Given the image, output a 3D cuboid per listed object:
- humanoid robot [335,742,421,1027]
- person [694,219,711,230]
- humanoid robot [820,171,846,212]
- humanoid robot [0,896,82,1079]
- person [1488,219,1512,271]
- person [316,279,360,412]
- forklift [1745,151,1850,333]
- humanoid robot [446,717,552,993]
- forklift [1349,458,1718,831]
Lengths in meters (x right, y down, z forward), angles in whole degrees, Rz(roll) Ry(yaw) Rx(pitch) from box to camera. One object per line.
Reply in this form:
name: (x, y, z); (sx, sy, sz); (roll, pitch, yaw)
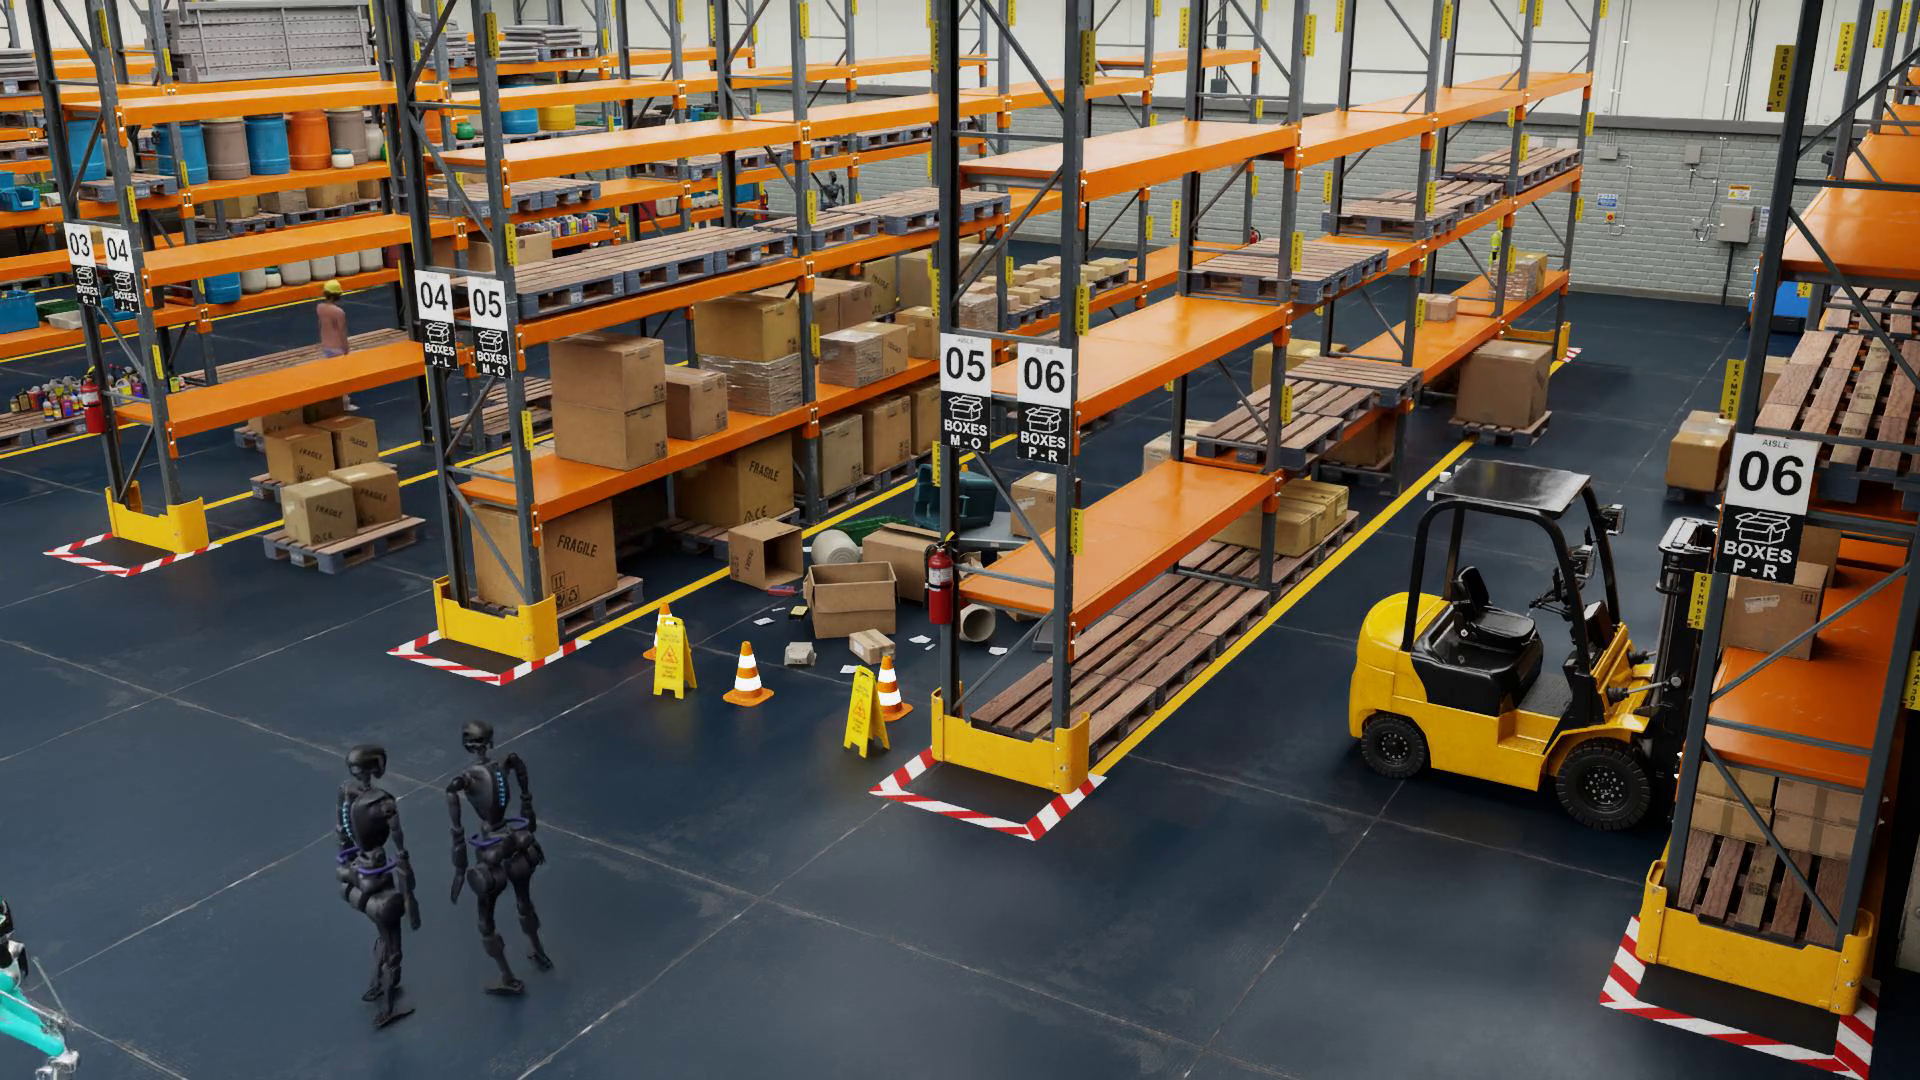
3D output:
humanoid robot: (-3.179, 1.864, 9.060); (0.609, 1.648, 0.312); (13, 23, 33)
person: (-5.400, -7.003, 34.691); (0.491, 1.687, 0.347); (-4, 19, -10)
humanoid robot: (-2.605, -6.694, 33.886); (0.590, 1.638, 0.765); (-10, 22, -27)
humanoid robot: (-4.533, 2.198, 8.086); (0.738, 1.844, 0.550); (0, 19, 1)
person: (8.969, -4.576, 27.657); (0.317, 1.696, 0.538); (16, 24, 38)
person: (-8.122, -2.506, 21.584); (0.541, 1.748, 0.440); (12, 22, 31)
forklift: (13.620, -4.667, 26.137); (1.873, 2.768, 1.129); (11, 22, 29)
humanoid robot: (-2.605, 1.769, 9.353); (0.322, 1.642, 0.608); (13, 23, 33)
forklift: (3.988, 0.658, 11.776); (2.313, 2.155, 1.214); (11, 22, 29)
